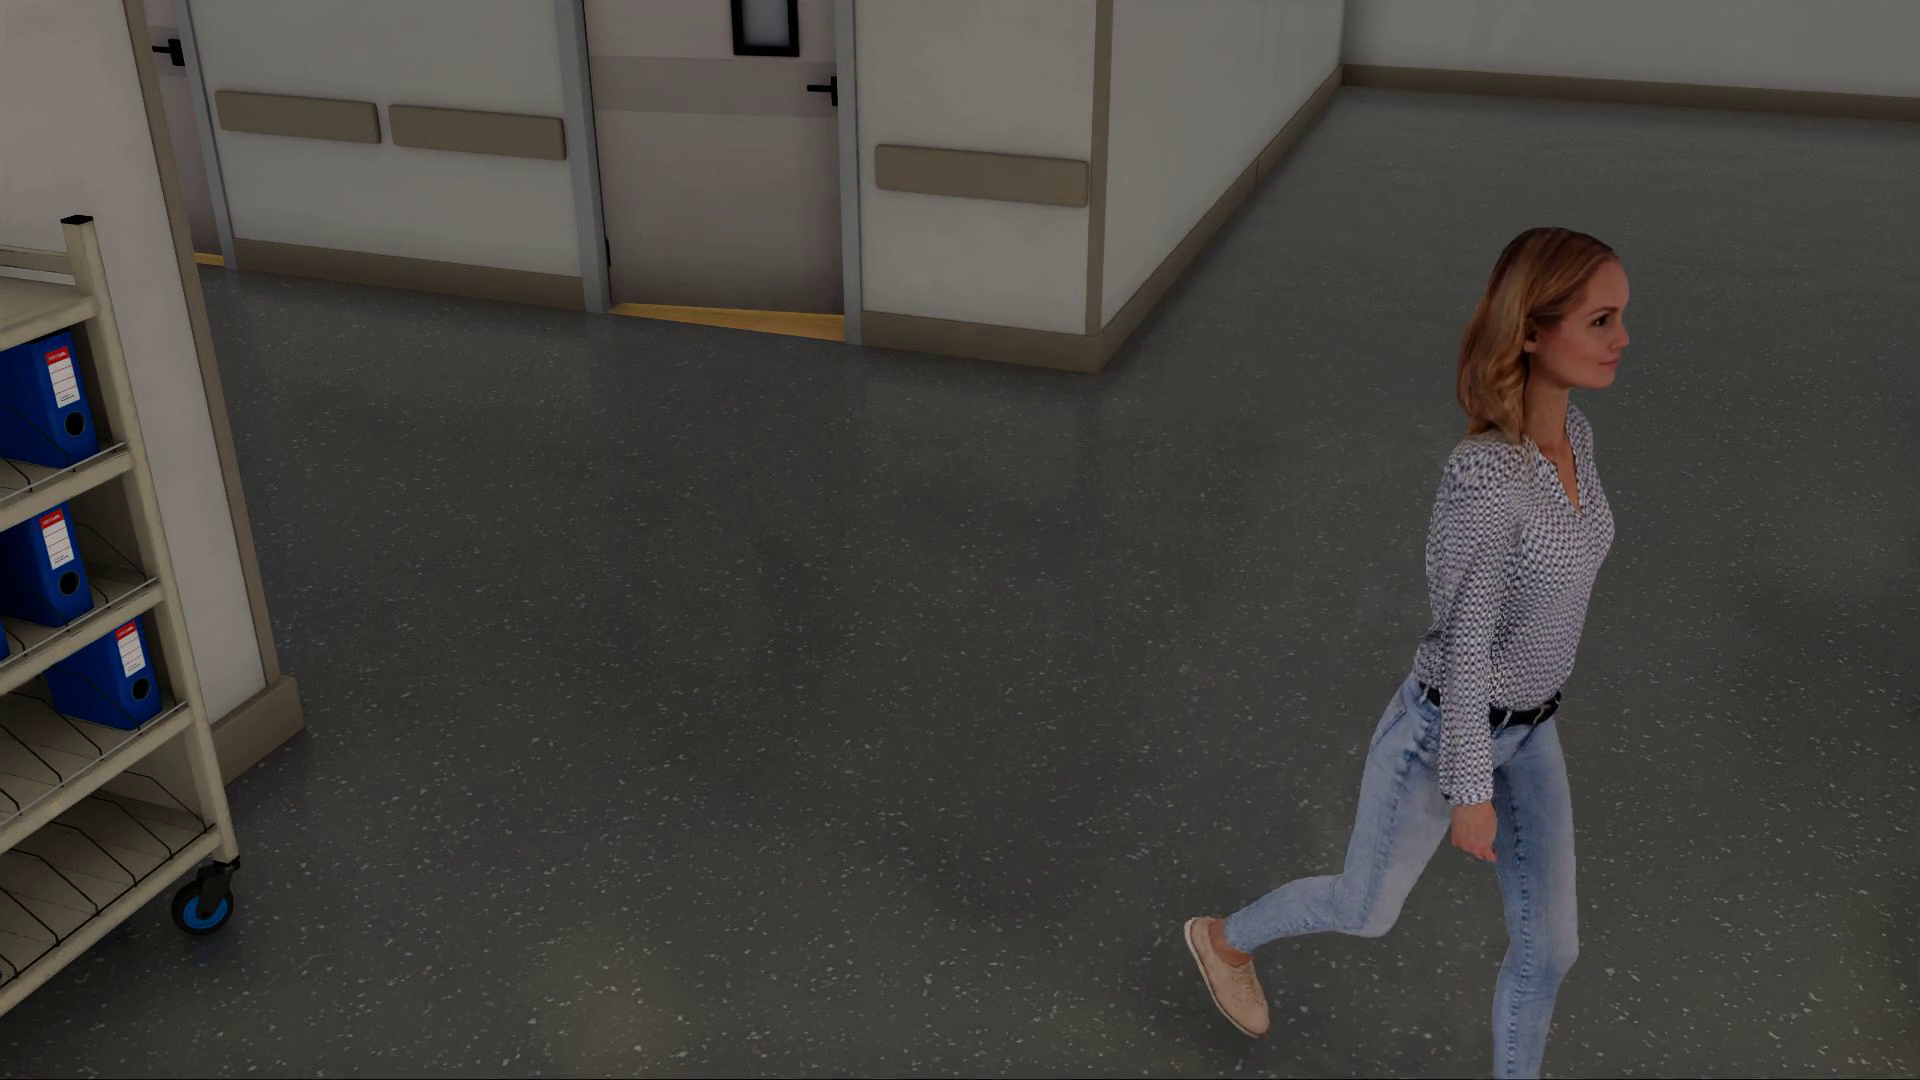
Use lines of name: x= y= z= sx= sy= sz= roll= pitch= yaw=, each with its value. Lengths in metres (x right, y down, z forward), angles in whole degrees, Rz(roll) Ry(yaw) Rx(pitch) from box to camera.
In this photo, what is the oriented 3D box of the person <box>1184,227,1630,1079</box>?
person: x=0.794 y=0.341 z=2.892 sx=1.171 sy=1.760 sz=1.003 roll=-22 pitch=33 yaw=-38
